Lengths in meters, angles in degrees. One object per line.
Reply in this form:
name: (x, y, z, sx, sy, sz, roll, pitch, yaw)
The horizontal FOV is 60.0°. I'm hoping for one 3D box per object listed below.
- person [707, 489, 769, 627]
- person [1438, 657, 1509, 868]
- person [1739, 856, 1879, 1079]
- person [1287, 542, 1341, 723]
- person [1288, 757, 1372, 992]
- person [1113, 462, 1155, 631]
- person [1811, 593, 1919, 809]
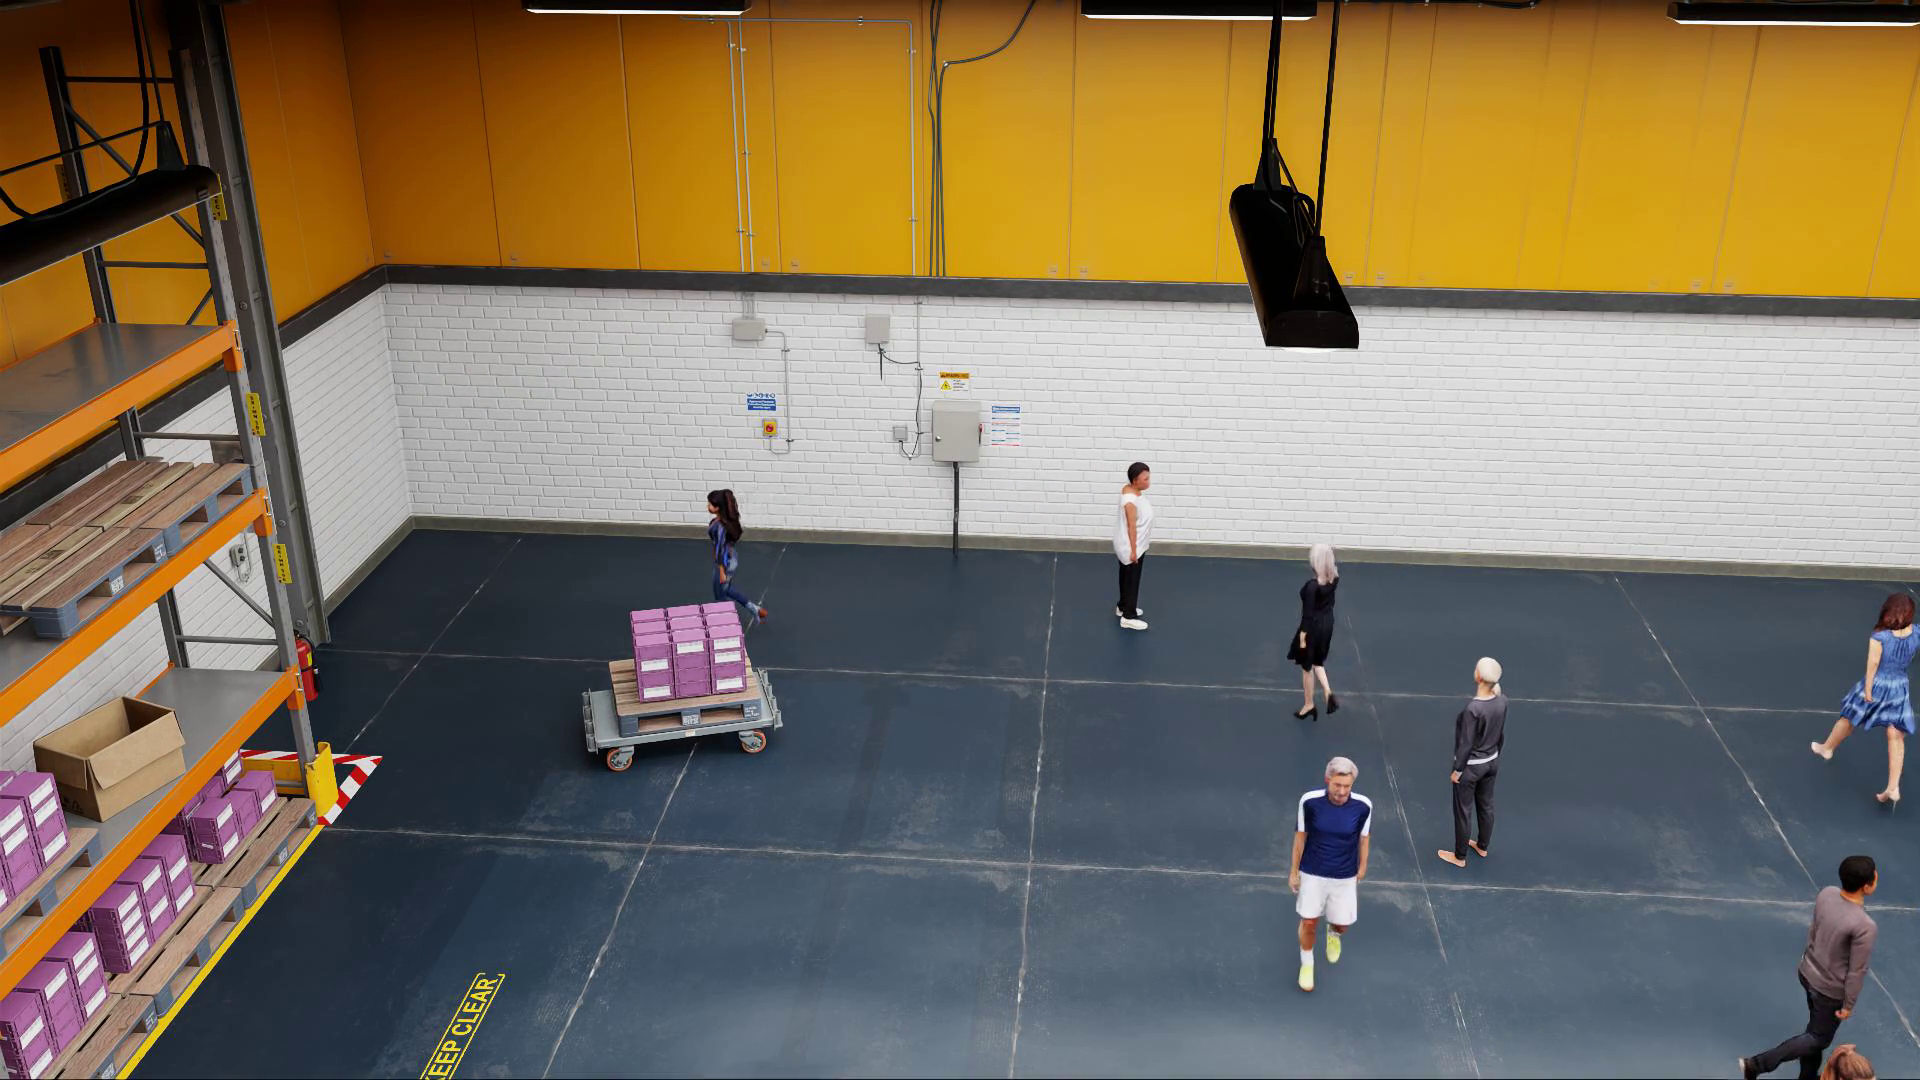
person: (-2.193, 0.246, 16.034, 0.705, 1.607, 0.748, 0, 24, 0)
person: (3.924, 1.672, 12.623, 0.690, 1.726, 0.711, -13, 27, -28)
person: (5.236, 2.712, 10.217, 0.835, 1.747, 0.967, -14, 27, -29)
person: (3.175, 0.842, 14.509, 0.892, 1.736, 0.848, 20, 31, 38)
person: (2.501, 2.195, 11.311, 0.701, 1.818, 0.779, 5, 24, 12)
person: (1.712, 0.029, 16.426, 0.718, 1.689, 0.553, 1, 24, 2)
person: (7.490, 1.325, 13.396, 0.779, 1.742, 1.214, -2, 24, -6)
